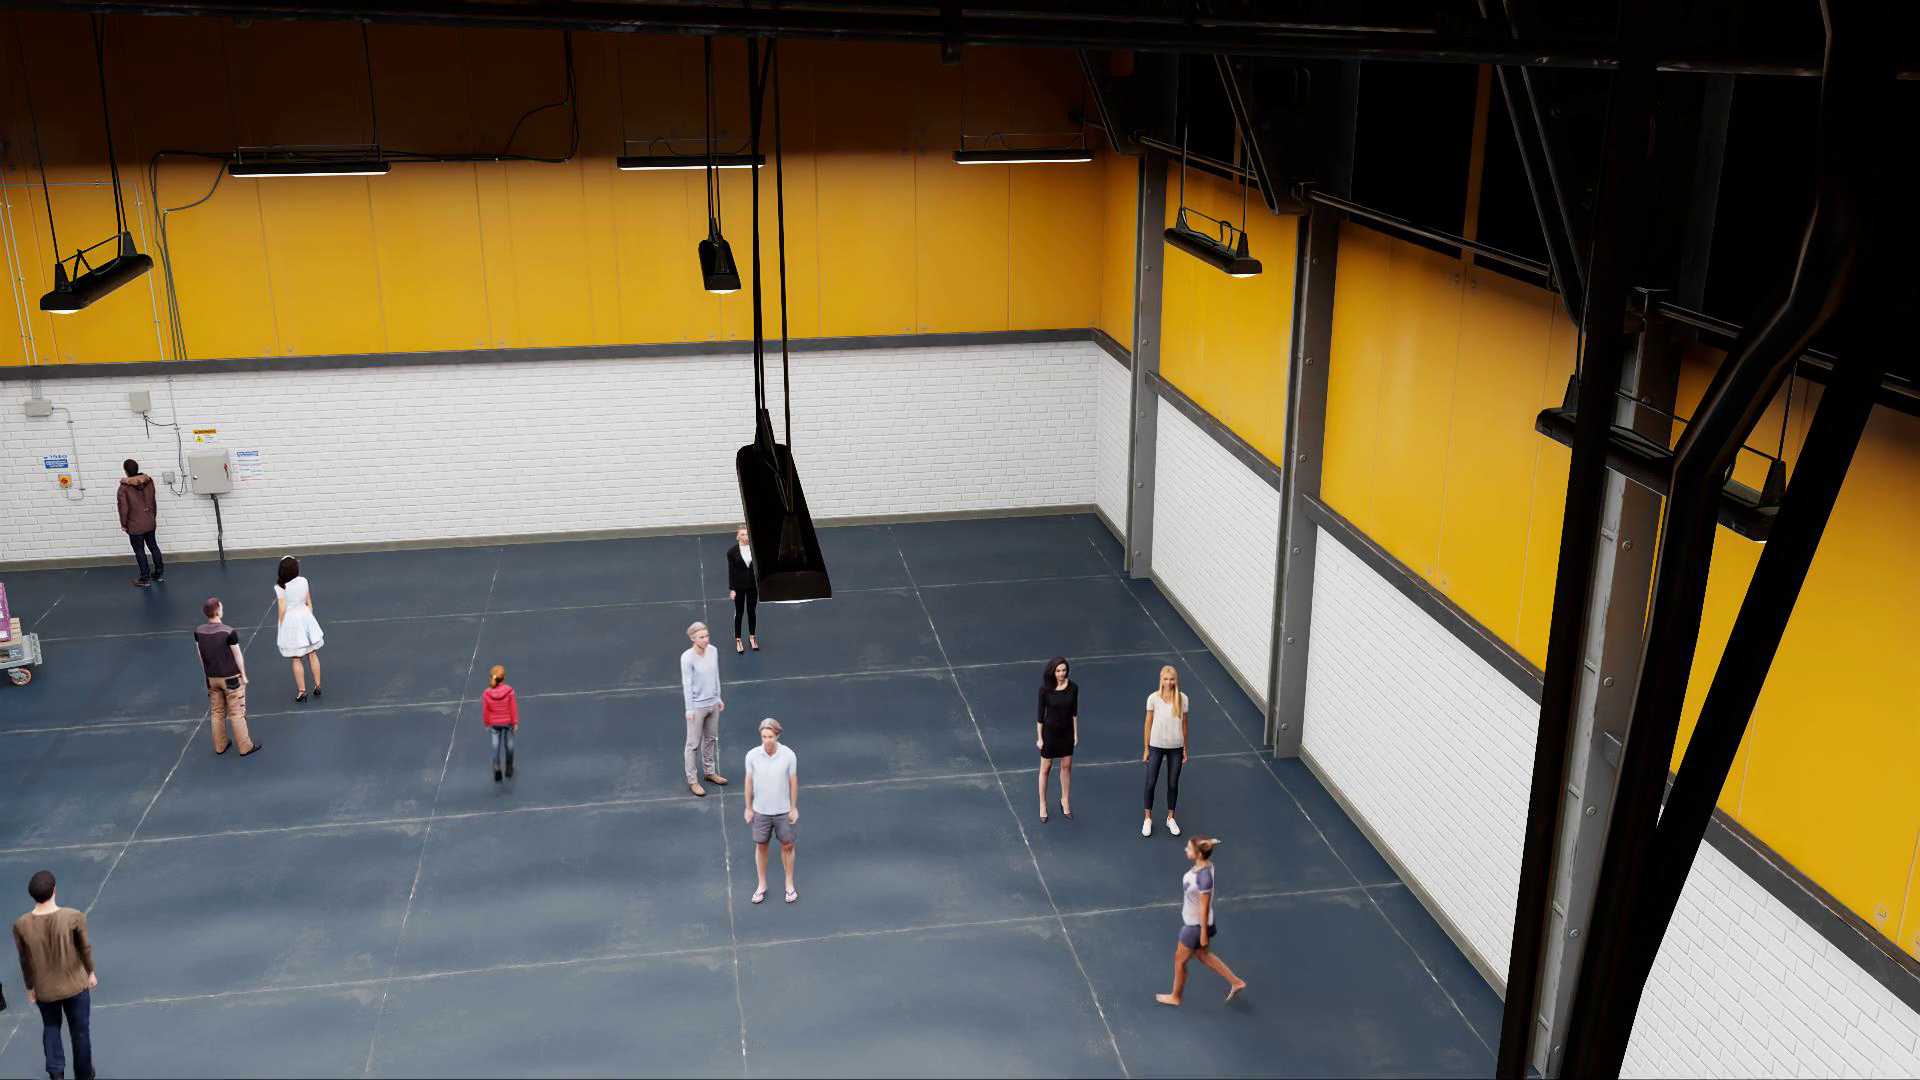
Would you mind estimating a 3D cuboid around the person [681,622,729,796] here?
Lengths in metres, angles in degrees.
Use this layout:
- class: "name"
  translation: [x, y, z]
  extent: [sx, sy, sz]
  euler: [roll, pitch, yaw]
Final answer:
- class: "person"
  translation: [-2.758, 1.759, 17.728]
  extent: [0.796, 1.894, 0.748]
  euler: [14, 23, 36]

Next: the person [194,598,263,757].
- class: "person"
  translation: [-8.217, 1.514, 18.538]
  extent: [0.761, 1.842, 0.726]
  euler: [4, 19, 11]

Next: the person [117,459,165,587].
- class: "person"
  translation: [-11.734, -0.266, 23.815]
  extent: [0.938, 1.848, 0.847]
  euler: [9, 21, 25]

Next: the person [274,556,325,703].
- class: "person"
  translation: [-7.931, 1.063, 19.920]
  extent: [0.905, 1.815, 0.855]
  euler: [17, 25, 41]

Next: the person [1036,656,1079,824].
- class: "person"
  translation: [0.999, 2.029, 17.066]
  extent: [0.604, 1.806, 0.505]
  euler: [-5, 19, -15]

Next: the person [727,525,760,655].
- class: "person"
  translation: [-2.767, 0.618, 21.409]
  extent: [0.670, 1.707, 0.646]
  euler: [-9, 21, -26]

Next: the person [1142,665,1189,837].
- class: "person"
  translation: [2.070, 2.113, 16.812]
  extent: [0.630, 1.809, 0.545]
  euler: [-1, 19, -2]

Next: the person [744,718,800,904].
- class: "person"
  translation: [-1.750, 2.512, 15.592]
  extent: [0.692, 1.832, 0.599]
  euler: [0, 19, -1]

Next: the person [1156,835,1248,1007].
- class: "person"
  translation: [2.070, 3.203, 13.897]
  extent: [0.871, 1.602, 0.993]
  euler: [4, 19, 12]

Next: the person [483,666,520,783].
- class: "person"
  translation: [-4.950, 2.002, 17.931]
  extent: [0.528, 1.306, 0.736]
  euler: [-2, 19, -6]

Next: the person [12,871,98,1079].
- class: "person"
  translation: [-6.913, 3.444, 12.747]
  extent: [0.678, 1.880, 0.705]
  euler: [-5, 19, -15]
